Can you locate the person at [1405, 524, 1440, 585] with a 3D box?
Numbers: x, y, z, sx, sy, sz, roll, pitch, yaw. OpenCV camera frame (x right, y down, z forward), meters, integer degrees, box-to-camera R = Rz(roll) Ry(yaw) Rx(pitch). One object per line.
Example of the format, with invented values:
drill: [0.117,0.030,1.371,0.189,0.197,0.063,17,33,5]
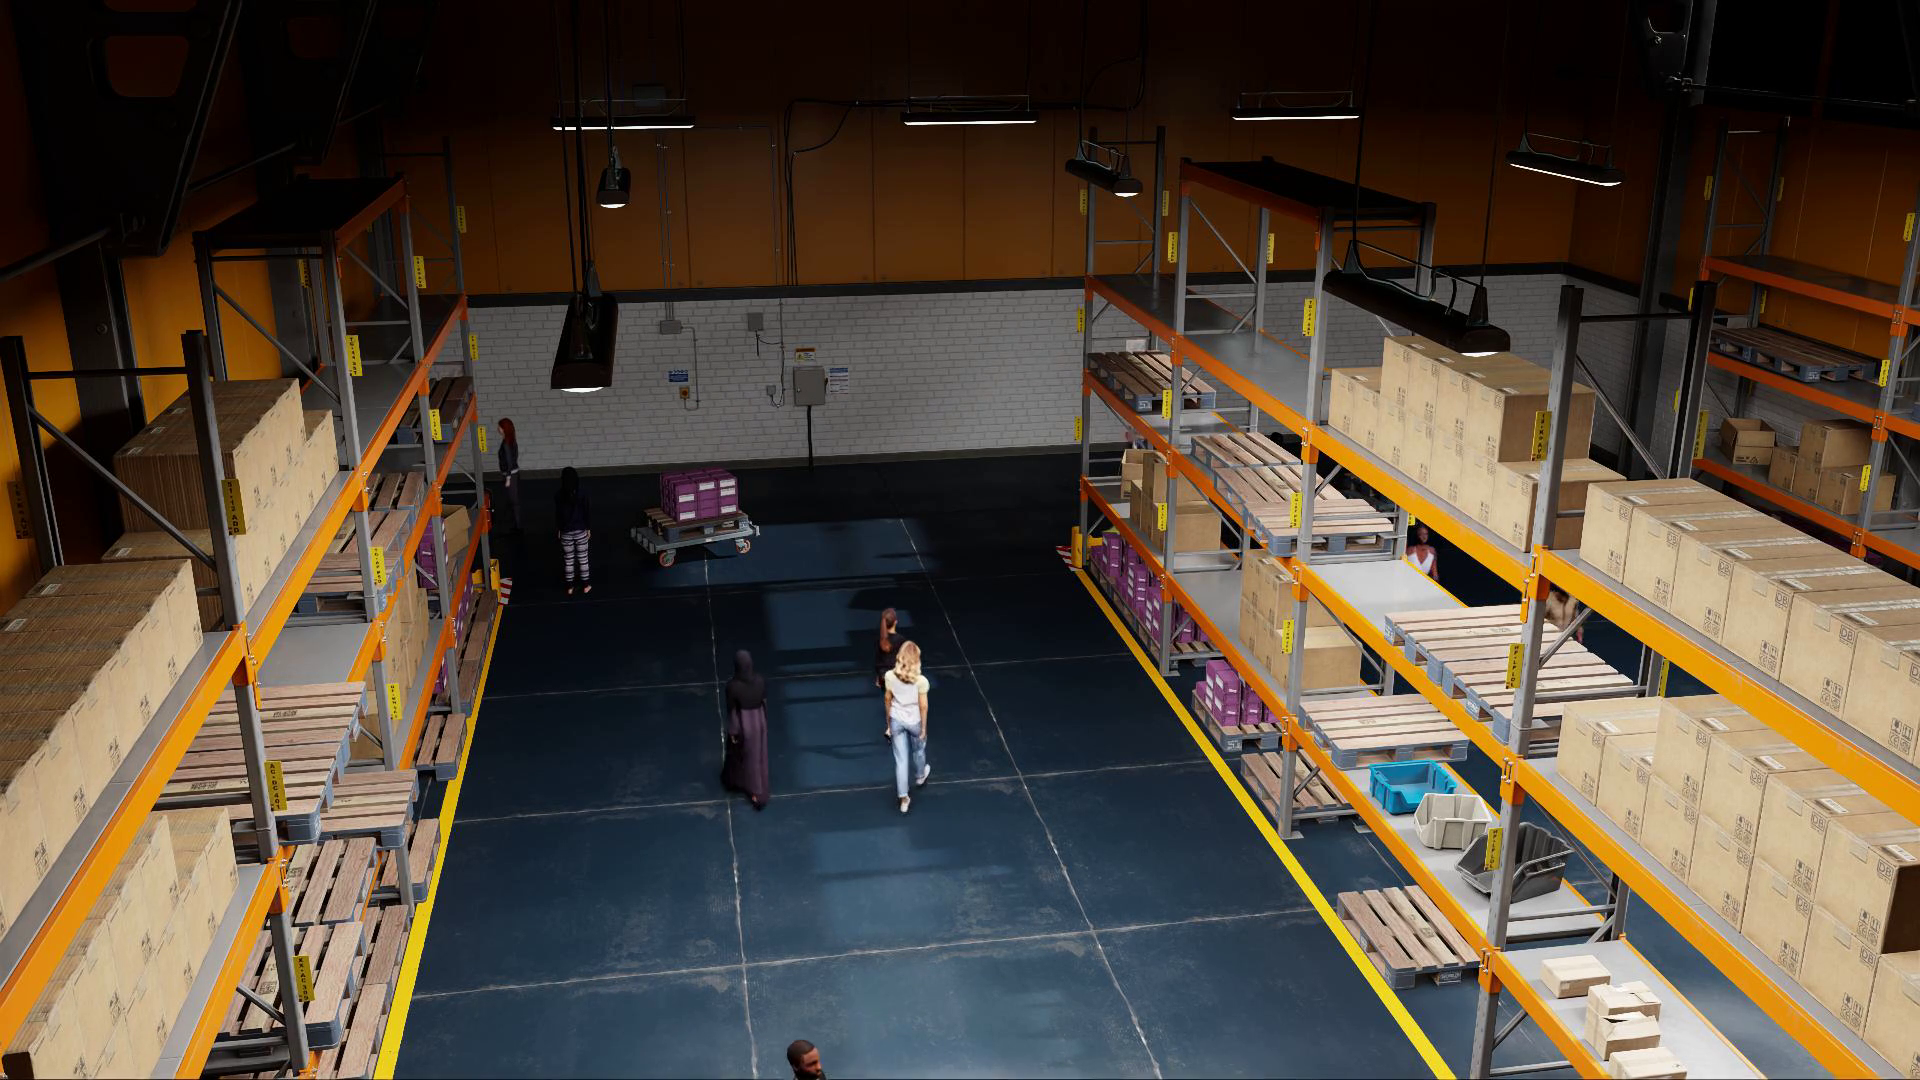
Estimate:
person: [5.382,0.636,19.799,0.622,1.753,0.916,-5,19,-13]

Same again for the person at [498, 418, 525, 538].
person: [-6.585,-0.921,24.383,0.656,1.779,0.436,-2,19,-6]

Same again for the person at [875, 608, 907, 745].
person: [-0.737,1.474,17.631,0.735,1.550,0.850,7,20,19]

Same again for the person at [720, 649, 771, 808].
person: [-2.061,1.861,16.389,0.759,1.609,1.057,-8,20,-22]

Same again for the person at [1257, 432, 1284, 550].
person: [4.483,-0.696,23.805,0.615,1.721,0.617,-9,21,-25]

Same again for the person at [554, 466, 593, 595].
person: [-5.139,-0.135,22.123,0.609,1.731,0.530,-2,19,-5]

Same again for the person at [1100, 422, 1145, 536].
person: [2.598,-0.843,24.142,1.020,1.784,1.227,4,19,13]

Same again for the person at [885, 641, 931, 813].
person: [-0.542,1.856,16.287,0.887,1.684,1.148,3,19,10]
